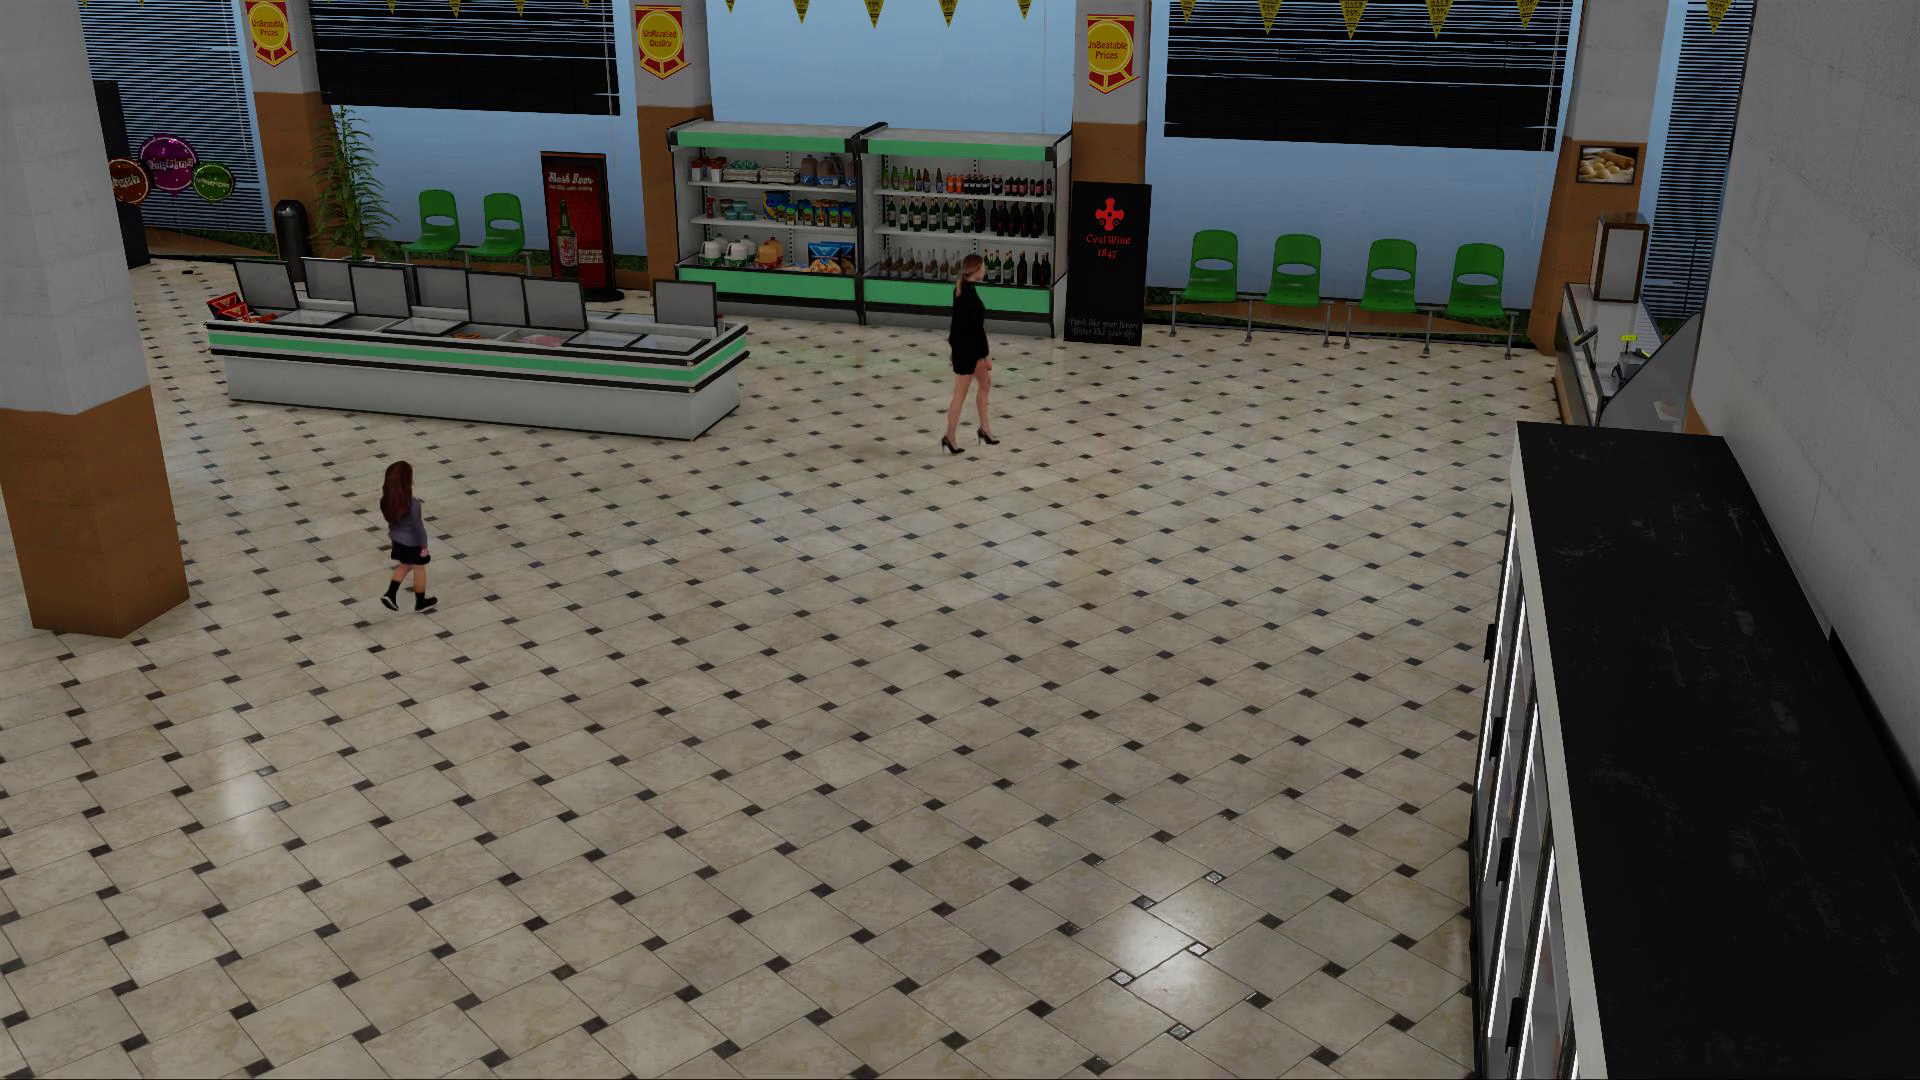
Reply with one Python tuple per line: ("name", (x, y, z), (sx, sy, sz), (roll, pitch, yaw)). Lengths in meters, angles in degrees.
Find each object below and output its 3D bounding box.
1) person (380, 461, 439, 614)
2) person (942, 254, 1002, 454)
("person", (-3.759, -0.001, 11.190), (0.622, 1.097, 0.622), (12, 25, 28))
("person", (-0.015, -1.551, 14.186), (0.916, 1.741, 0.825), (-7, 23, -18))
